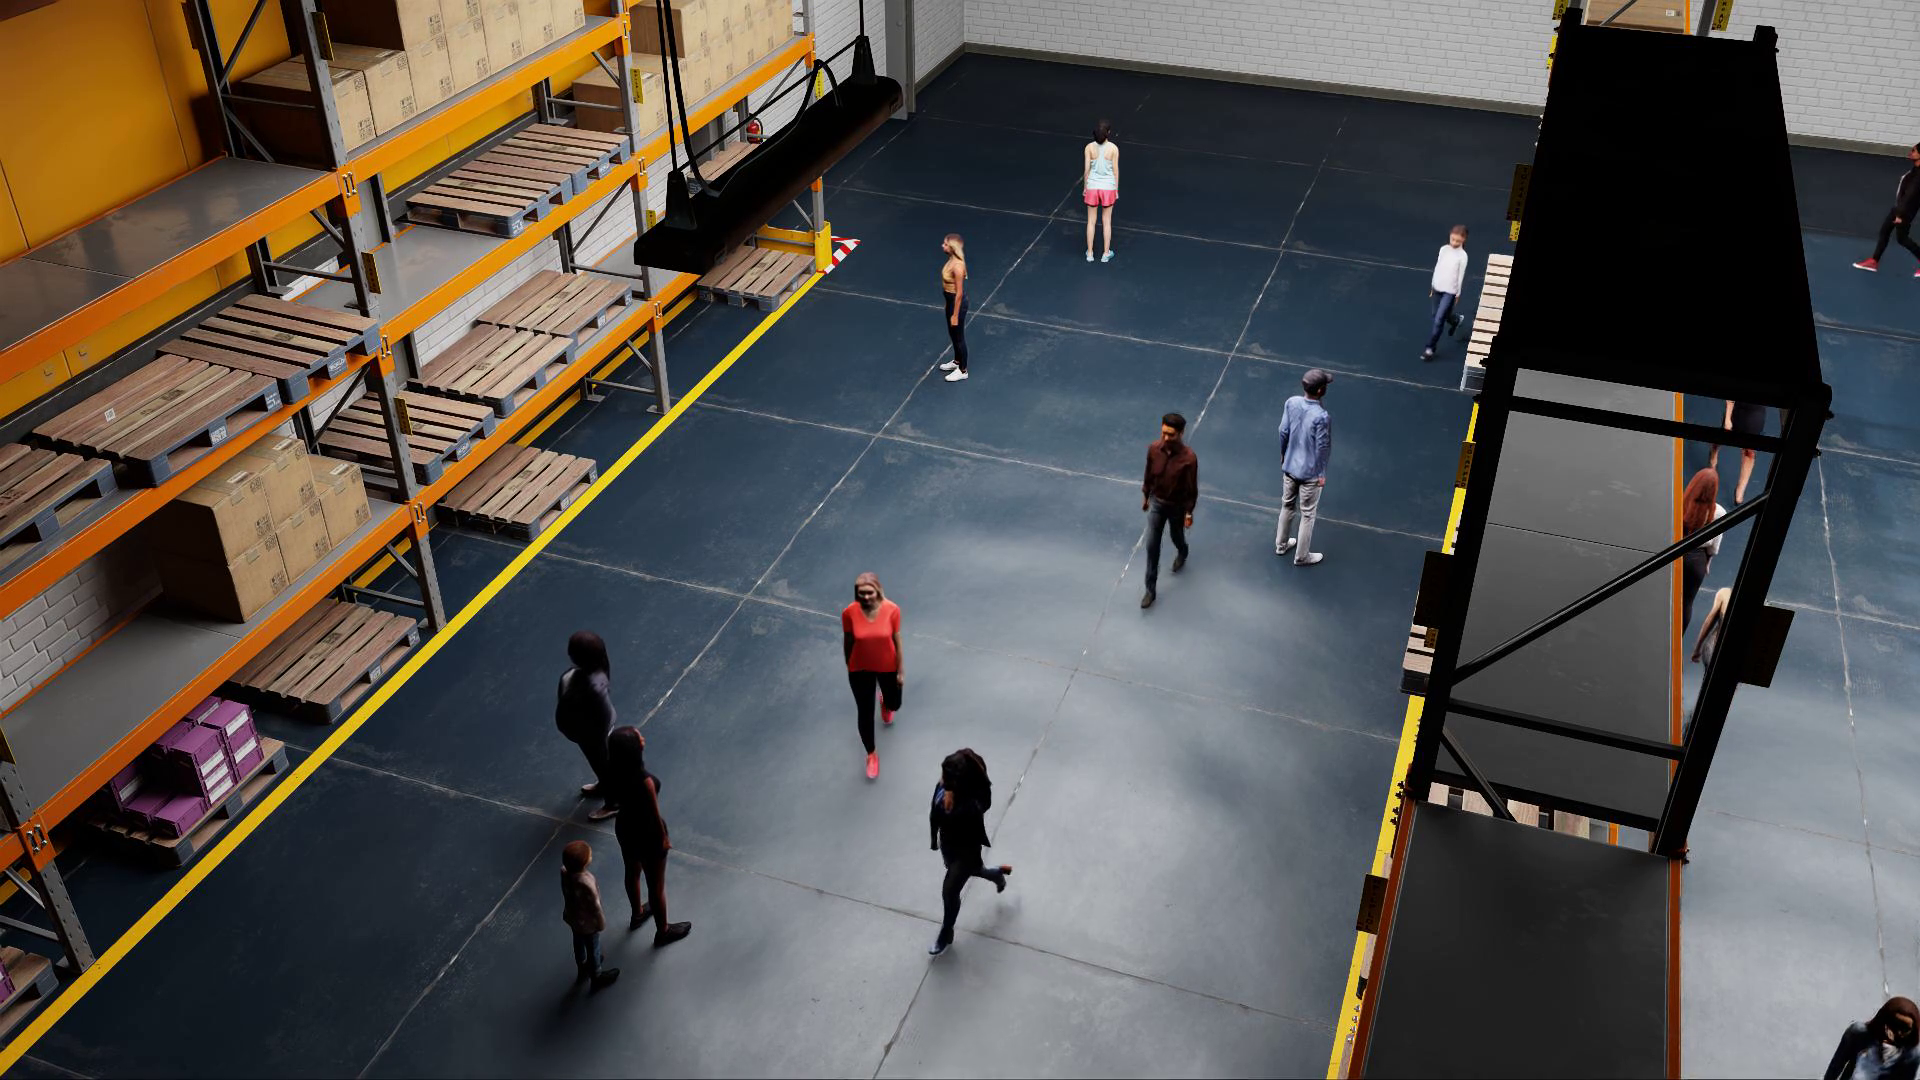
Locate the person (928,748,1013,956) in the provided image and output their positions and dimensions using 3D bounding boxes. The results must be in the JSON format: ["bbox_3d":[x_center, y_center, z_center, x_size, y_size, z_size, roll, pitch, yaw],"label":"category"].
[{"bbox_3d":[0.052,1.978,10.863,1.101,1.596,0.894,-28,43,-35],"label":"person"}]

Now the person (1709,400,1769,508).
[{"bbox_3d":[7.326,-1.202,15.614,0.732,1.632,1.112,4,34,5],"label":"person"}]

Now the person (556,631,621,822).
[{"bbox_3d":[-2.612,1.295,11.885,0.861,1.603,0.780,-9,35,-13],"label":"person"}]

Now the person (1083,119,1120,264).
[{"bbox_3d":[1.696,-4.209,20.018,0.625,1.765,0.623,6,34,9],"label":"person"}]

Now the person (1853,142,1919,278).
[{"bbox_3d":[11.242,-3.872,19.618,0.709,1.648,1.019,14,36,20],"label":"person"}]

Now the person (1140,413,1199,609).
[{"bbox_3d":[1.816,-0.326,14.196,0.743,1.744,1.162,15,37,22],"label":"person"}]

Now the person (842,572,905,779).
[{"bbox_3d":[-0.625,0.923,12.377,0.855,1.677,1.060,-2,34,-4],"label":"person"}]

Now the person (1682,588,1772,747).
[{"bbox_3d":[5.666,0.923,12.391,0.836,1.663,1.141,25,41,32],"label":"person"}]

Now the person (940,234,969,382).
[{"bbox_3d":[-0.048,-2.461,17.514,0.708,1.627,0.596,-6,34,-9],"label":"person"}]

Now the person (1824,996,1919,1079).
[{"bbox_3d":[5.091,3.067,9.345,0.622,1.463,0.805,15,37,22],"label":"person"}]

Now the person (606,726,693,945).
[{"bbox_3d":[-2.080,1.905,10.843,0.668,1.740,0.645,26,42,34],"label":"person"}]

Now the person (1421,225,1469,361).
[{"bbox_3d":[5.311,-2.706,17.967,1.001,1.533,0.816,-23,40,-31],"label":"person"}]

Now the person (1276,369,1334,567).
[{"bbox_3d":[3.010,-0.651,14.555,0.744,1.887,0.738,-23,40,-30],"label":"person"}]

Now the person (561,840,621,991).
[{"bbox_3d":[-2.410,2.382,10.617,0.529,1.195,0.546,25,41,32],"label":"person"}]
